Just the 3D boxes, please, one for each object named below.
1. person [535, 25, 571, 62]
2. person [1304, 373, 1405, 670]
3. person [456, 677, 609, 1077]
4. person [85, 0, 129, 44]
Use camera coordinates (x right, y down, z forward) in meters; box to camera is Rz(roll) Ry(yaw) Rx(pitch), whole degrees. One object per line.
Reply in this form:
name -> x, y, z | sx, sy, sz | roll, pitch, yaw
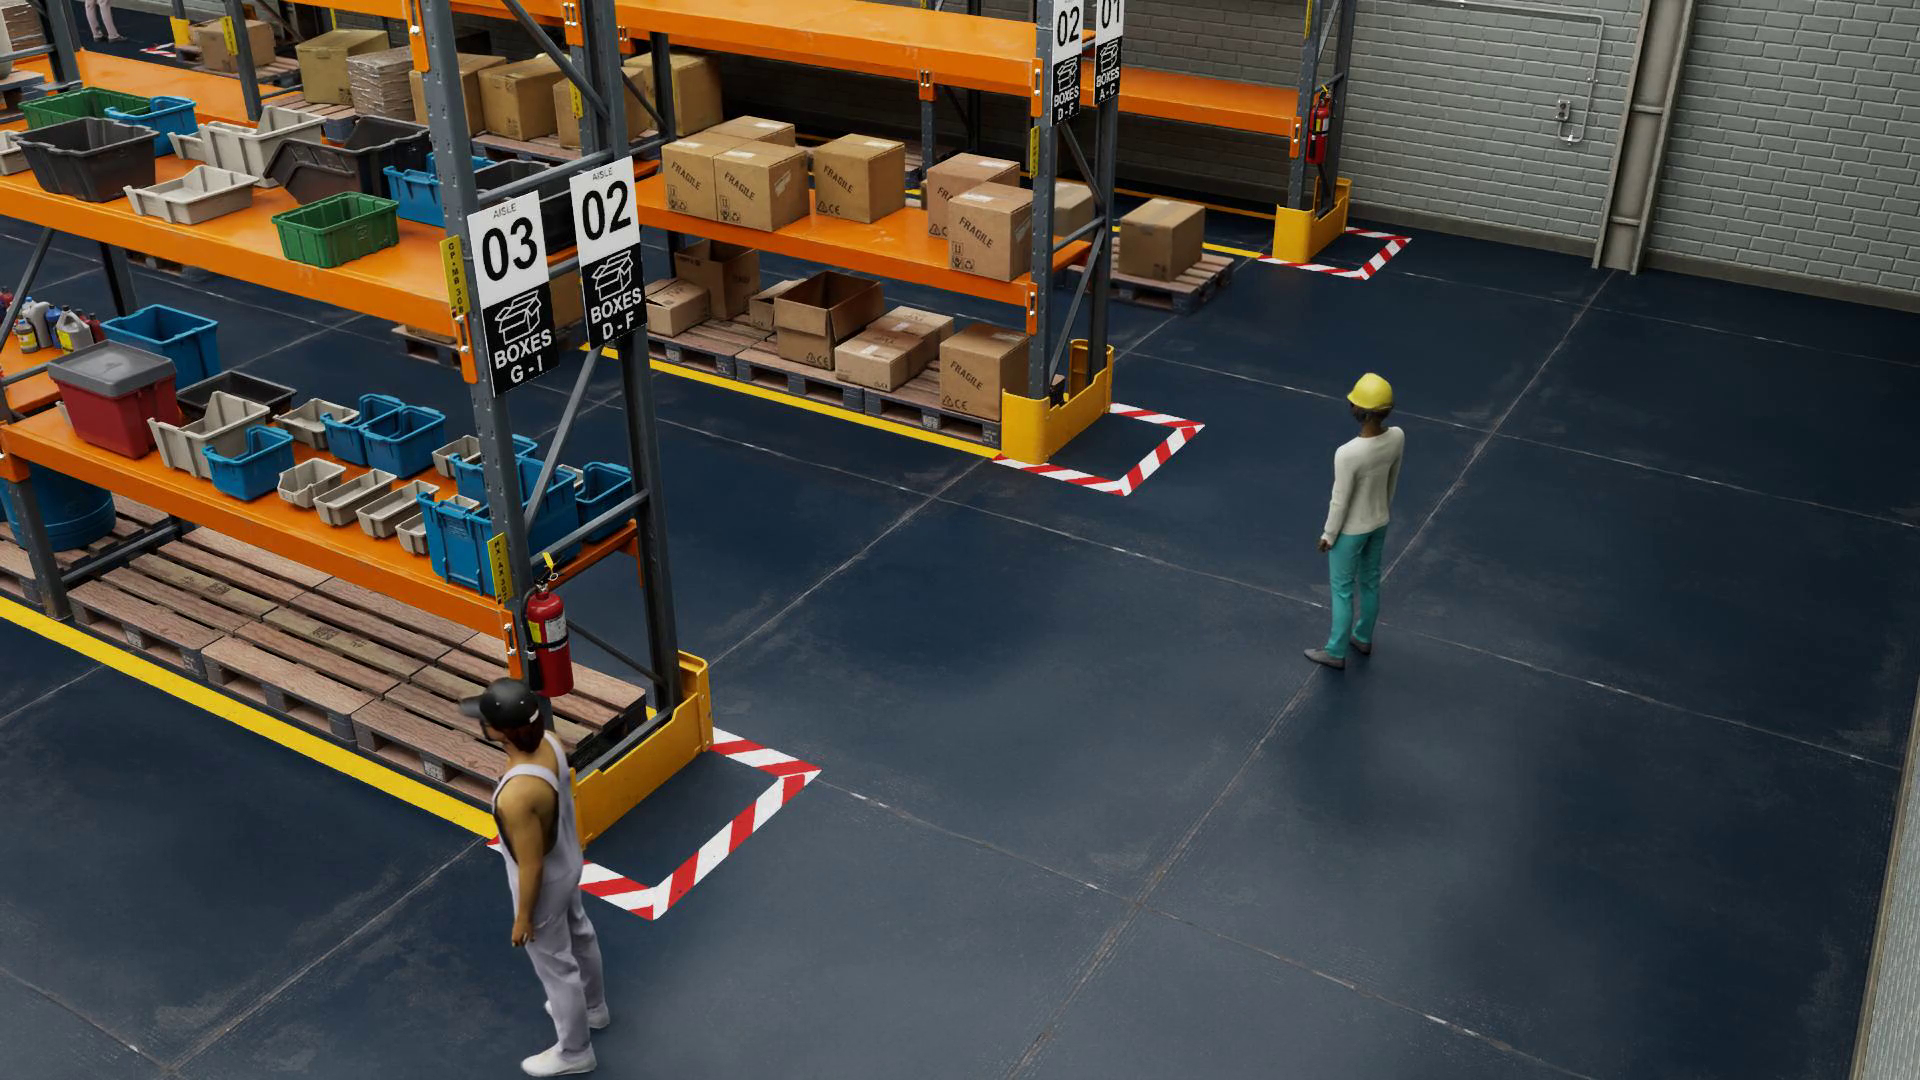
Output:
person -> -4.115, -4.438, 17.130 | 0.531, 1.696, 0.319 | 8, 30, 15
person -> 2.206, -0.098, 9.272 | 0.532, 1.767, 0.308 | -21, 35, -32
person -> -1.696, 1.336, 6.598 | 0.389, 1.862, 0.520 | 3, 29, 5
person -> -12.075, -7.843, 23.095 | 0.562, 1.837, 0.394 | 8, 30, 15
